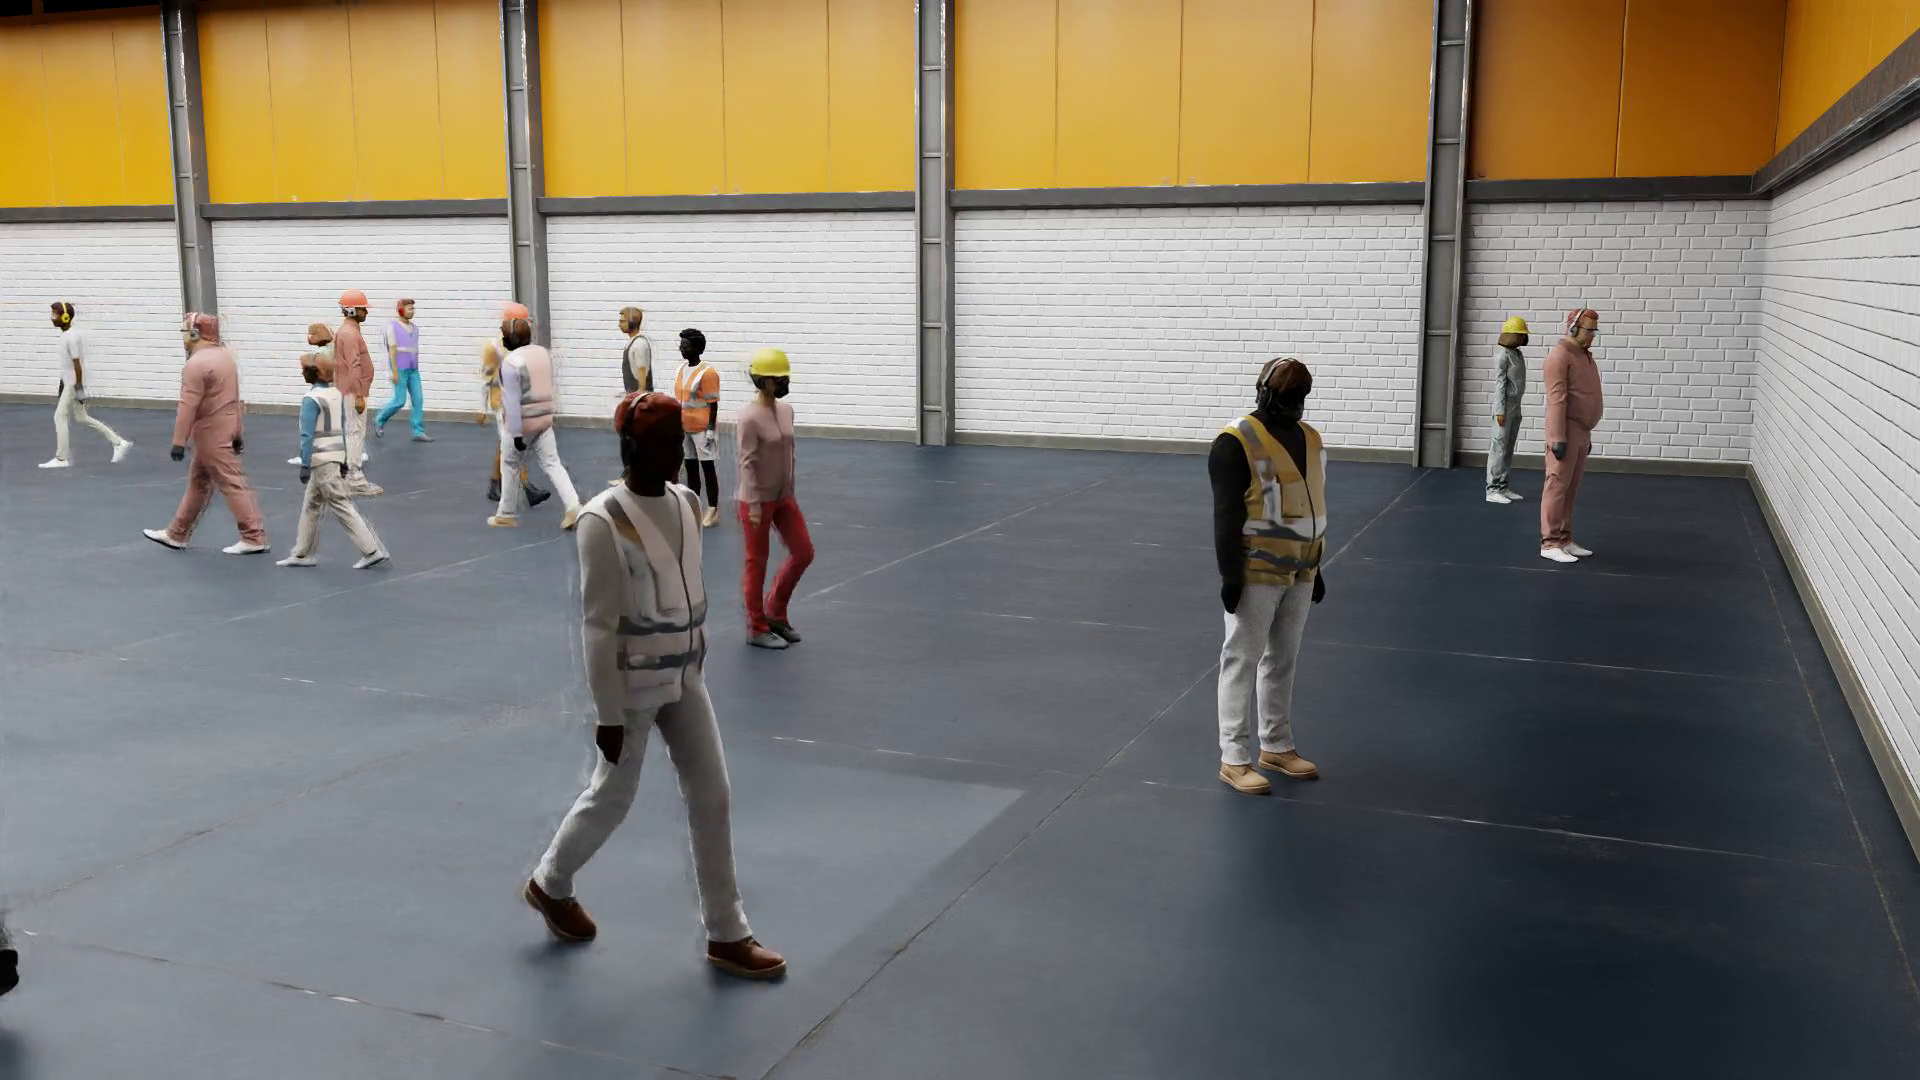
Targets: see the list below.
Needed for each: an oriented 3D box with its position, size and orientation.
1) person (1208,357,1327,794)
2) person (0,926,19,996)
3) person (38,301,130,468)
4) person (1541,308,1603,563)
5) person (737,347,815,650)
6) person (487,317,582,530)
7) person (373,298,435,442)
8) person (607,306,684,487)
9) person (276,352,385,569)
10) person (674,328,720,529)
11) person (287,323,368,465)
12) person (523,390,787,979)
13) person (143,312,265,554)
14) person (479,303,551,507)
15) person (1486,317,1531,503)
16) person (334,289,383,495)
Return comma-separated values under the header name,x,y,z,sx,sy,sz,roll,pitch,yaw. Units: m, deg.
name,x,y,z,sx,sy,sz,roll,pitch,yaw
person,1.339,0.143,7.097,0.620,1.837,0.429,-7,12,-38
person,-3.056,0.482,4.754,0.549,1.927,0.540,6,11,30
person,-9.761,-1.725,18.432,0.867,1.840,0.526,-5,11,-28
person,4.633,-0.792,12.567,0.407,1.902,0.639,7,12,37
person,-1.069,-0.229,9.575,0.407,1.748,0.554,5,11,29
person,-3.584,-0.969,13.958,0.951,1.800,0.626,5,11,29
person,-7.044,-2.136,20.954,0.715,1.822,0.581,4,10,21
person,-3.185,-1.443,16.763,0.728,1.827,0.511,-3,10,-15
person,-4.622,-0.574,12.149,0.839,1.599,0.525,0,9,0
person,-2.234,-0.945,14.103,0.535,1.697,0.321,9,13,44
person,-7.063,-1.625,18.559,0.868,1.589,0.521,0,9,1
person,-1.026,0.444,5.259,0.958,1.848,0.589,5,11,28
person,-5.842,-0.802,12.742,0.976,1.852,0.676,-1,9,-5
person,-4.134,-1.256,15.441,1.037,1.873,0.551,8,12,40
person,5.179,-1.222,15.645,0.308,1.743,0.494,8,12,39
person,-5.865,-1.435,16.176,0.389,1.992,0.625,-4,10,-25
